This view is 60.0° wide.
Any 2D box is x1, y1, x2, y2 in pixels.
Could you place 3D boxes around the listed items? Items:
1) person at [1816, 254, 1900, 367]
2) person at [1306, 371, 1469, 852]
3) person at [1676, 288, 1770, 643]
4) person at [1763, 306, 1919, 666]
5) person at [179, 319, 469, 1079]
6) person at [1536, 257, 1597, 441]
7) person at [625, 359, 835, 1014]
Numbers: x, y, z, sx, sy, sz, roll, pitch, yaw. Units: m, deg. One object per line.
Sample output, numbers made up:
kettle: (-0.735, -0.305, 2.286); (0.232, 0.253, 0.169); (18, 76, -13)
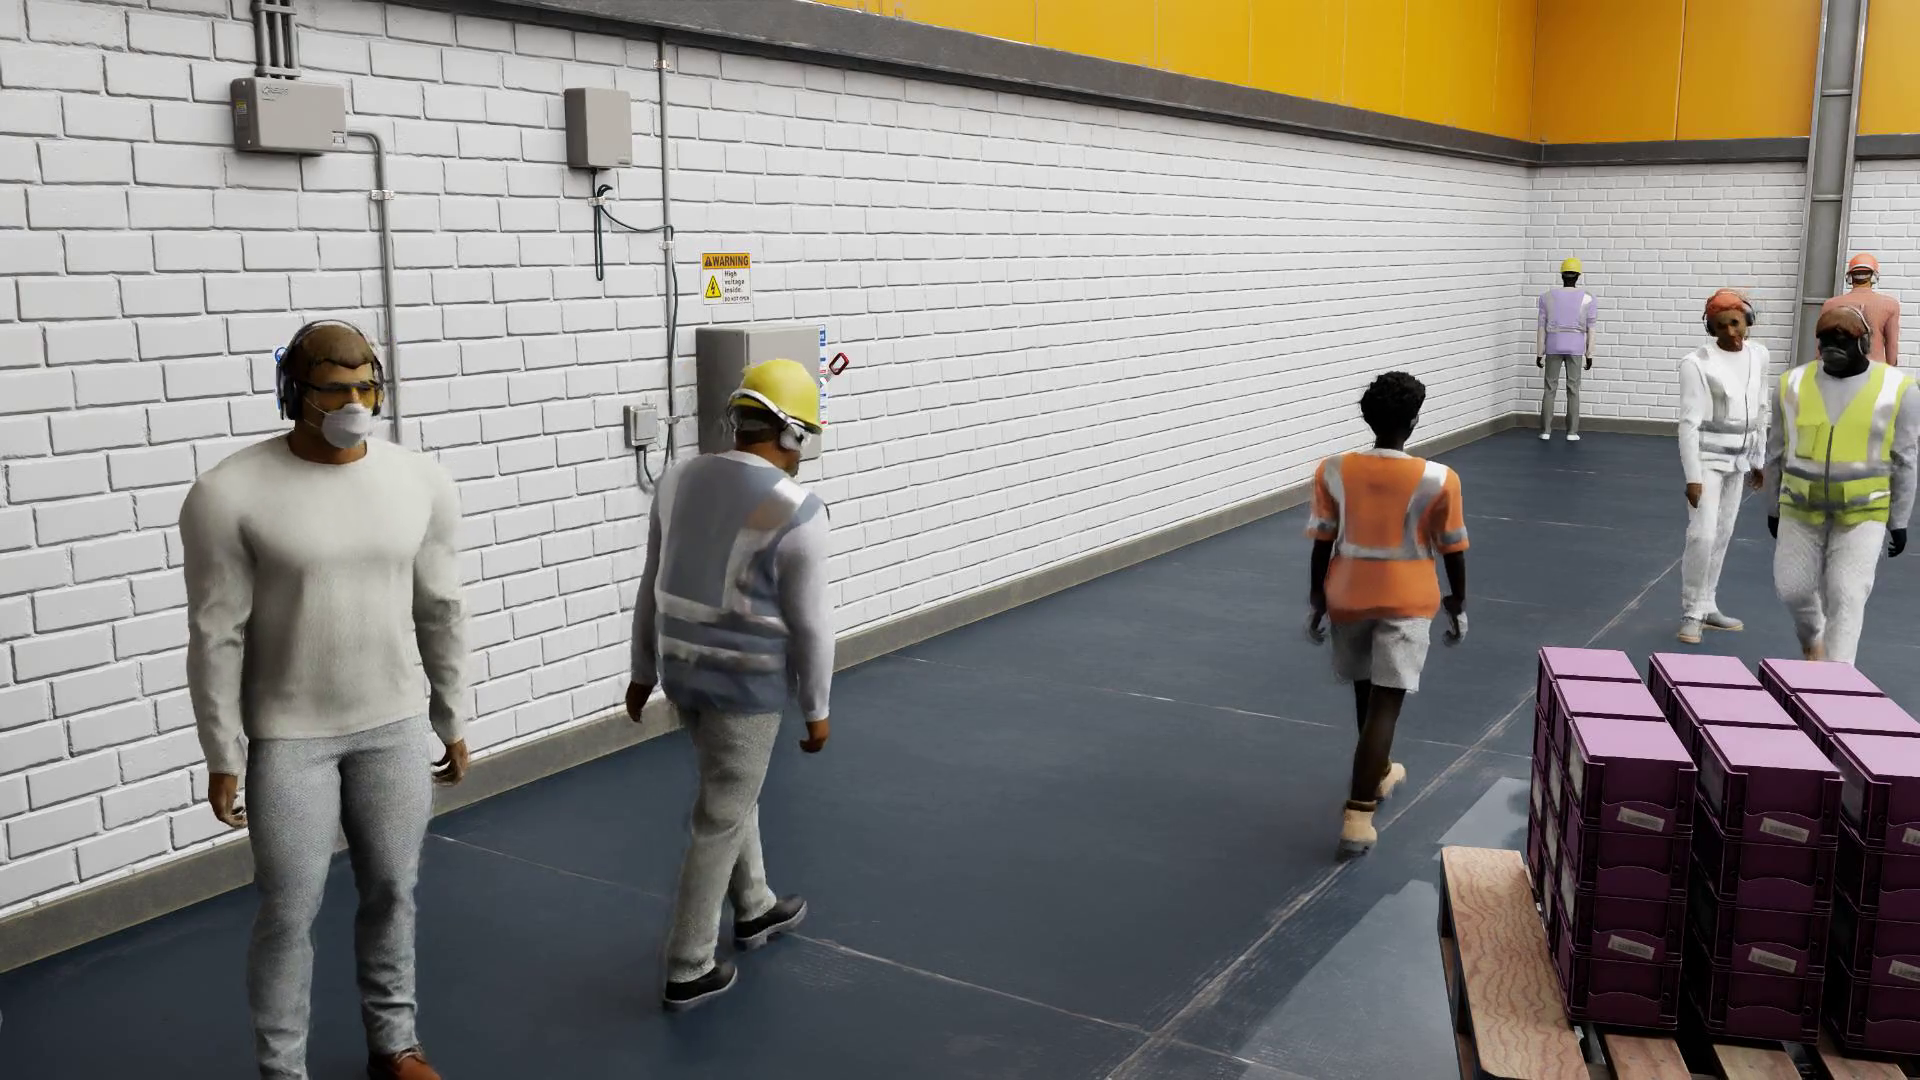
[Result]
person: (7.579, -1.418, 14.081); (0.611, 1.985, 0.394); (4, 11, 21)
person: (1.507, 0.229, 5.884); (0.545, 1.646, 0.888); (6, 12, 31)
person: (3.960, -0.388, 8.742); (0.647, 1.858, 0.415); (-5, 11, -26)
person: (3.928, -0.136, 7.443); (0.628, 1.822, 0.632); (8, 13, 38)
person: (-1.457, 0.449, 3.904); (0.647, 1.928, 0.389); (-9, 13, -40)
person: (6.340, -1.990, 17.437); (0.584, 1.919, 0.388); (3, 11, 17)
person: (-0.574, 0.389, 4.669); (0.644, 1.772, 0.802); (8, 13, 38)
